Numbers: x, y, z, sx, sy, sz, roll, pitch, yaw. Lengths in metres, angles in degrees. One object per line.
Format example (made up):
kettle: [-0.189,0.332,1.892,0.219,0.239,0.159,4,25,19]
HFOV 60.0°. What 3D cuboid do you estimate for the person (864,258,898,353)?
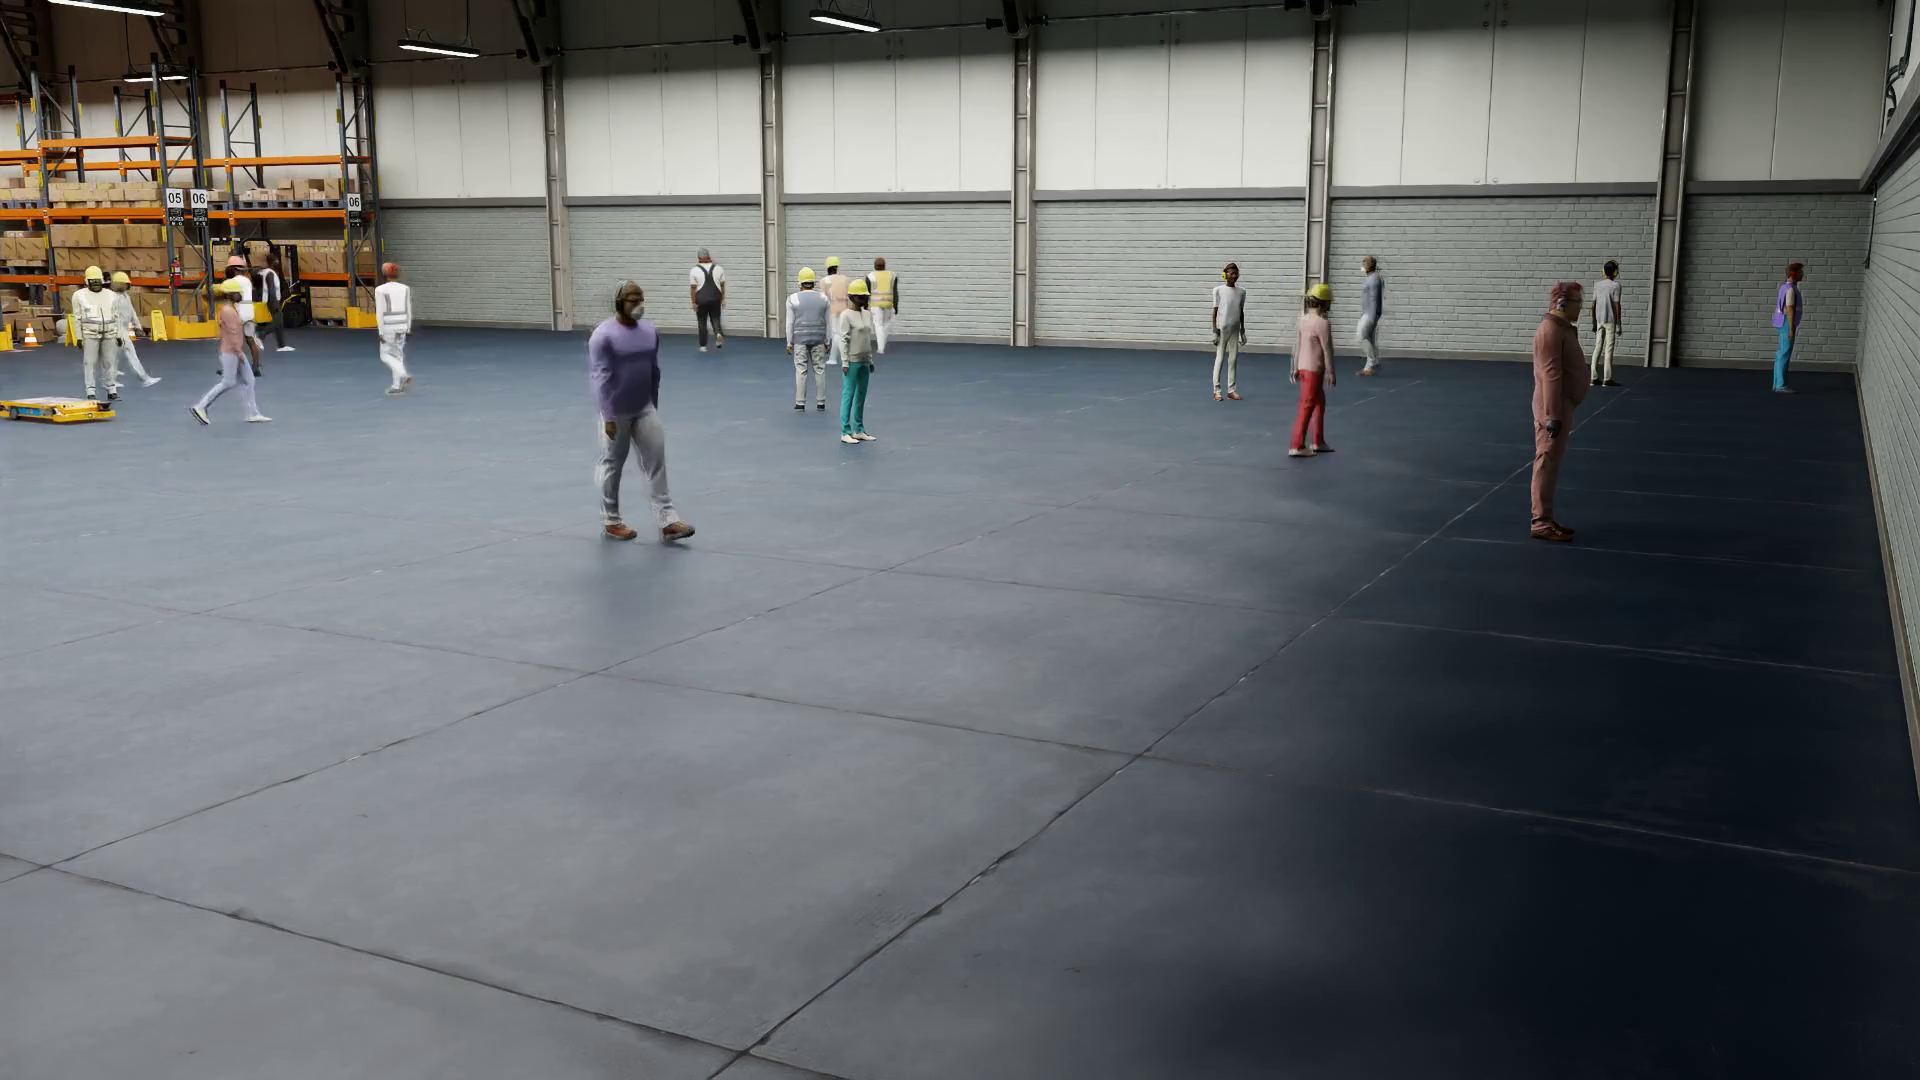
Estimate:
person: [-1.552,-4.505,31.969,0.654,1.796,0.933,-4,11,-19]

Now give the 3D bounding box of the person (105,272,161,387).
person: [-12.296,-3.096,24.569,0.876,1.696,0.494,-1,10,-5]

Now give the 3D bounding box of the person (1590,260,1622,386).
person: [9.653,-3.224,24.794,0.314,1.869,0.535,-6,12,-28]

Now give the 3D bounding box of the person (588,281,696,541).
person: [-2.316,-0.908,12.061,0.926,1.901,0.661,9,13,39]

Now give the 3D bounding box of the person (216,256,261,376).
person: [-11.518,-3.550,26.481,0.819,1.897,0.571,2,11,10]

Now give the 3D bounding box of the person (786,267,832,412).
person: [-1.931,-2.546,21.181,0.594,1.837,0.404,-4,11,-19]

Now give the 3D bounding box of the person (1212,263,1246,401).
person: [3.665,-2.830,22.643,0.509,1.872,0.328,-4,11,-19]

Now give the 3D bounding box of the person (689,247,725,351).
person: [-4.867,-4.645,32.072,0.703,2.000,0.668,-4,11,-21]

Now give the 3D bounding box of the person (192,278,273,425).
person: [-8.717,-2.241,19.793,0.809,1.735,0.525,-3,11,-17]

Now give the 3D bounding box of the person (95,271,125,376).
person: [-13.640,-3.426,26.411,0.471,1.683,0.541,-1,10,-7]

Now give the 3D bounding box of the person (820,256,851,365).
person: [-2.100,-3.926,28.578,0.595,1.897,0.886,-8,13,-37]

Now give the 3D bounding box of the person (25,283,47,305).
person: [-24.776,-6.877,44.581,0.388,1.919,0.585,5,11,25]

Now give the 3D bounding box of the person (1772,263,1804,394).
person: [11.793,-3.015,23.703,0.389,1.850,0.567,3,11,18]

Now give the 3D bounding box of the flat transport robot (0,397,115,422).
flat transport robot: [-11.073,-1.606,20.328,1.431,0.197,0.652,6,12,29]

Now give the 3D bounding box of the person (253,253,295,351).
person: [-13.317,-4.598,32.178,0.649,1.904,0.613,-3,11,-18]

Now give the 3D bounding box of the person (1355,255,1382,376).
person: [6.495,-3.555,26.469,0.439,1.925,0.629,2,11,10]

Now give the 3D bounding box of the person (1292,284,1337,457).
person: [3.673,-1.710,16.844,0.695,1.740,0.559,-3,11,-16]

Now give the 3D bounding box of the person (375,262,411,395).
person: [-7.895,-2.945,23.281,0.566,1.867,0.581,8,13,36]

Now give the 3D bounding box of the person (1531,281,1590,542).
person: [4.429,-0.953,12.309,0.411,1.908,0.643,4,11,22]

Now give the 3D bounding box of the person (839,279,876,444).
person: [-1.101,-1.933,18.036,0.319,1.767,0.534,6,12,32]

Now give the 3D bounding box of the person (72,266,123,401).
person: [-11.595,-2.767,22.398,0.403,1.831,0.595,10,14,43]
